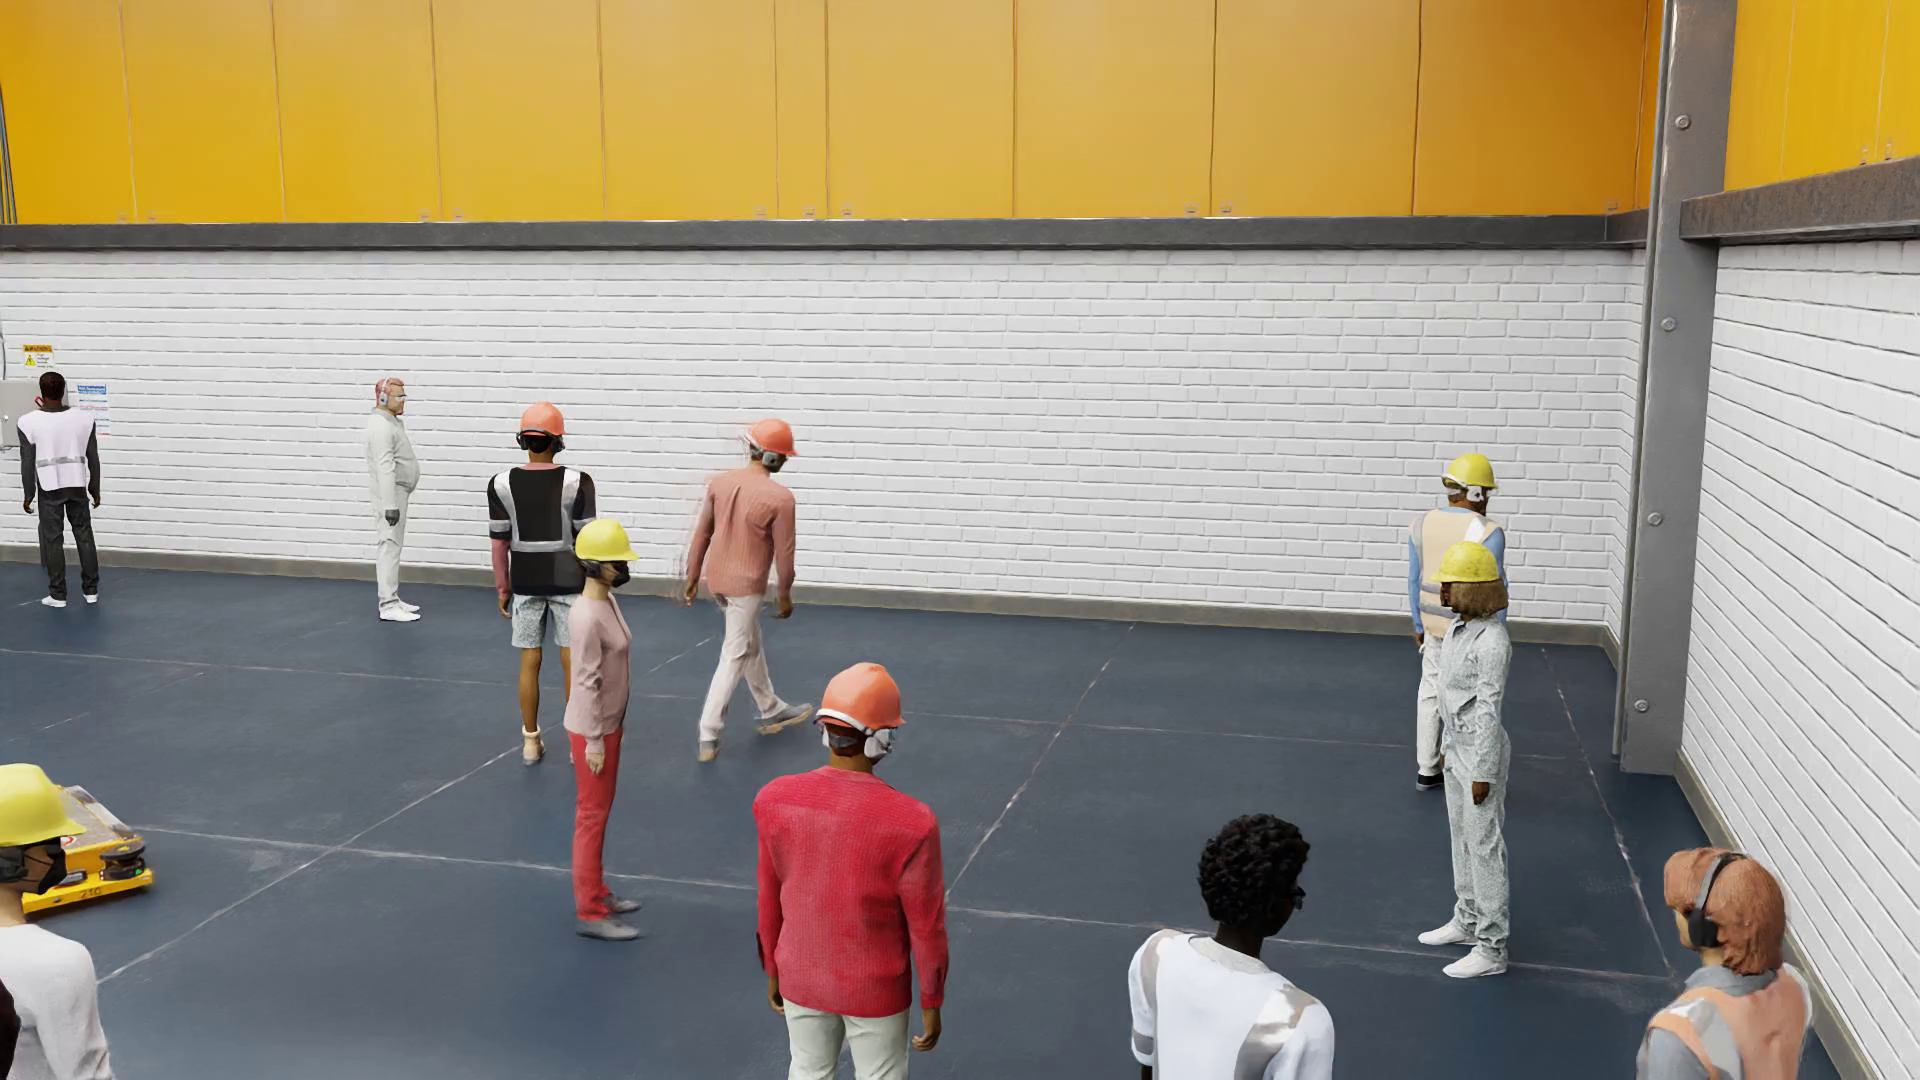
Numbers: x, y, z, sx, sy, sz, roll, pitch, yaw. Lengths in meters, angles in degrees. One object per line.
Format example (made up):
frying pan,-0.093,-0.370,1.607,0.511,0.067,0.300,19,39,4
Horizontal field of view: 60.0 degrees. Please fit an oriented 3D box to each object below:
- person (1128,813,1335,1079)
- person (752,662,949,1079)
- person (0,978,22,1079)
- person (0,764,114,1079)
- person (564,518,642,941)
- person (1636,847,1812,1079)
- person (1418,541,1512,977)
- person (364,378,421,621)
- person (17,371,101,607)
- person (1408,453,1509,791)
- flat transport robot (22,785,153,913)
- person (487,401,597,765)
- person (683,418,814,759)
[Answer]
person,0.571,1.405,3.551,0.320,1.687,0.539,-8,13,-40
person,-0.290,1.196,4.616,0.574,1.740,0.348,4,10,22
person,-1.425,1.496,2.487,0.331,1.865,0.519,-7,12,-37
person,-2.027,1.353,3.621,0.526,1.765,0.329,4,10,21
person,-1.487,0.781,6.982,0.326,1.766,0.533,-1,10,-3
person,1.564,1.441,3.478,0.530,1.634,0.310,-7,12,-36
person,2.014,0.860,6.624,0.343,1.735,0.484,0,10,-1
person,-4.442,-0.320,13.067,0.402,1.901,0.652,-3,10,-18
person,-7.320,-0.401,13.566,0.380,1.894,0.597,9,13,44
person,2.628,0.456,8.724,0.404,1.824,0.586,-7,12,-34
flat transport robot,-4.317,1.401,7.726,0.652,0.197,1.431,-8,13,-41
person,-2.306,0.247,9.312,0.606,2.044,0.373,0,10,-2
person,-1.236,0.259,9.615,0.644,1.923,0.867,9,13,41
